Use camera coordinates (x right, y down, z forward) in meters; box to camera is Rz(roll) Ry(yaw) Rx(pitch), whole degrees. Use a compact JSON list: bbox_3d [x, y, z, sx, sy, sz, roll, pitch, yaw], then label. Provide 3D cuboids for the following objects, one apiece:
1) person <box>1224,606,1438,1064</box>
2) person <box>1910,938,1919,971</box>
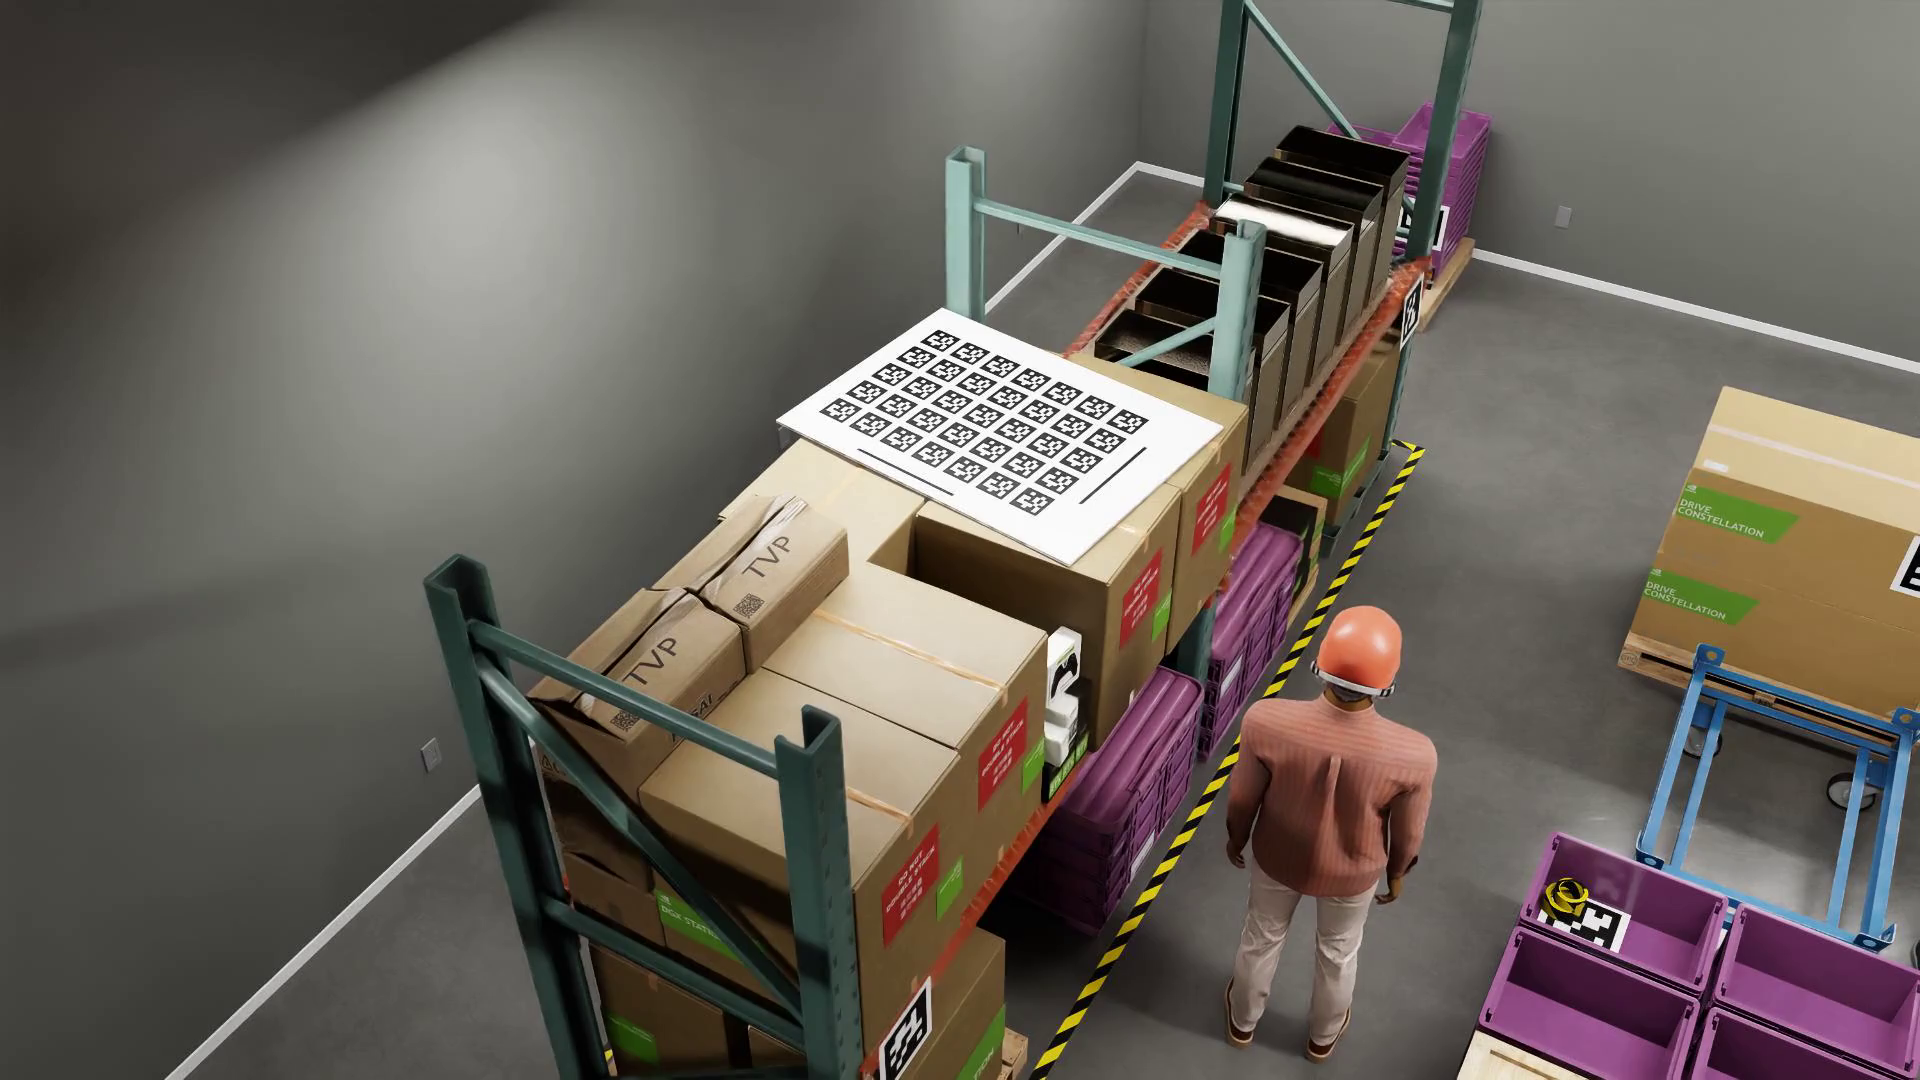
[{"bbox_3d":[1.156,0.993,5.371,0.612,1.995,0.382,10,41,12],"label":"person"},{"bbox_3d":[3.712,0.941,5.552,0.602,1.836,0.404,22,45,24],"label":"person"}]
